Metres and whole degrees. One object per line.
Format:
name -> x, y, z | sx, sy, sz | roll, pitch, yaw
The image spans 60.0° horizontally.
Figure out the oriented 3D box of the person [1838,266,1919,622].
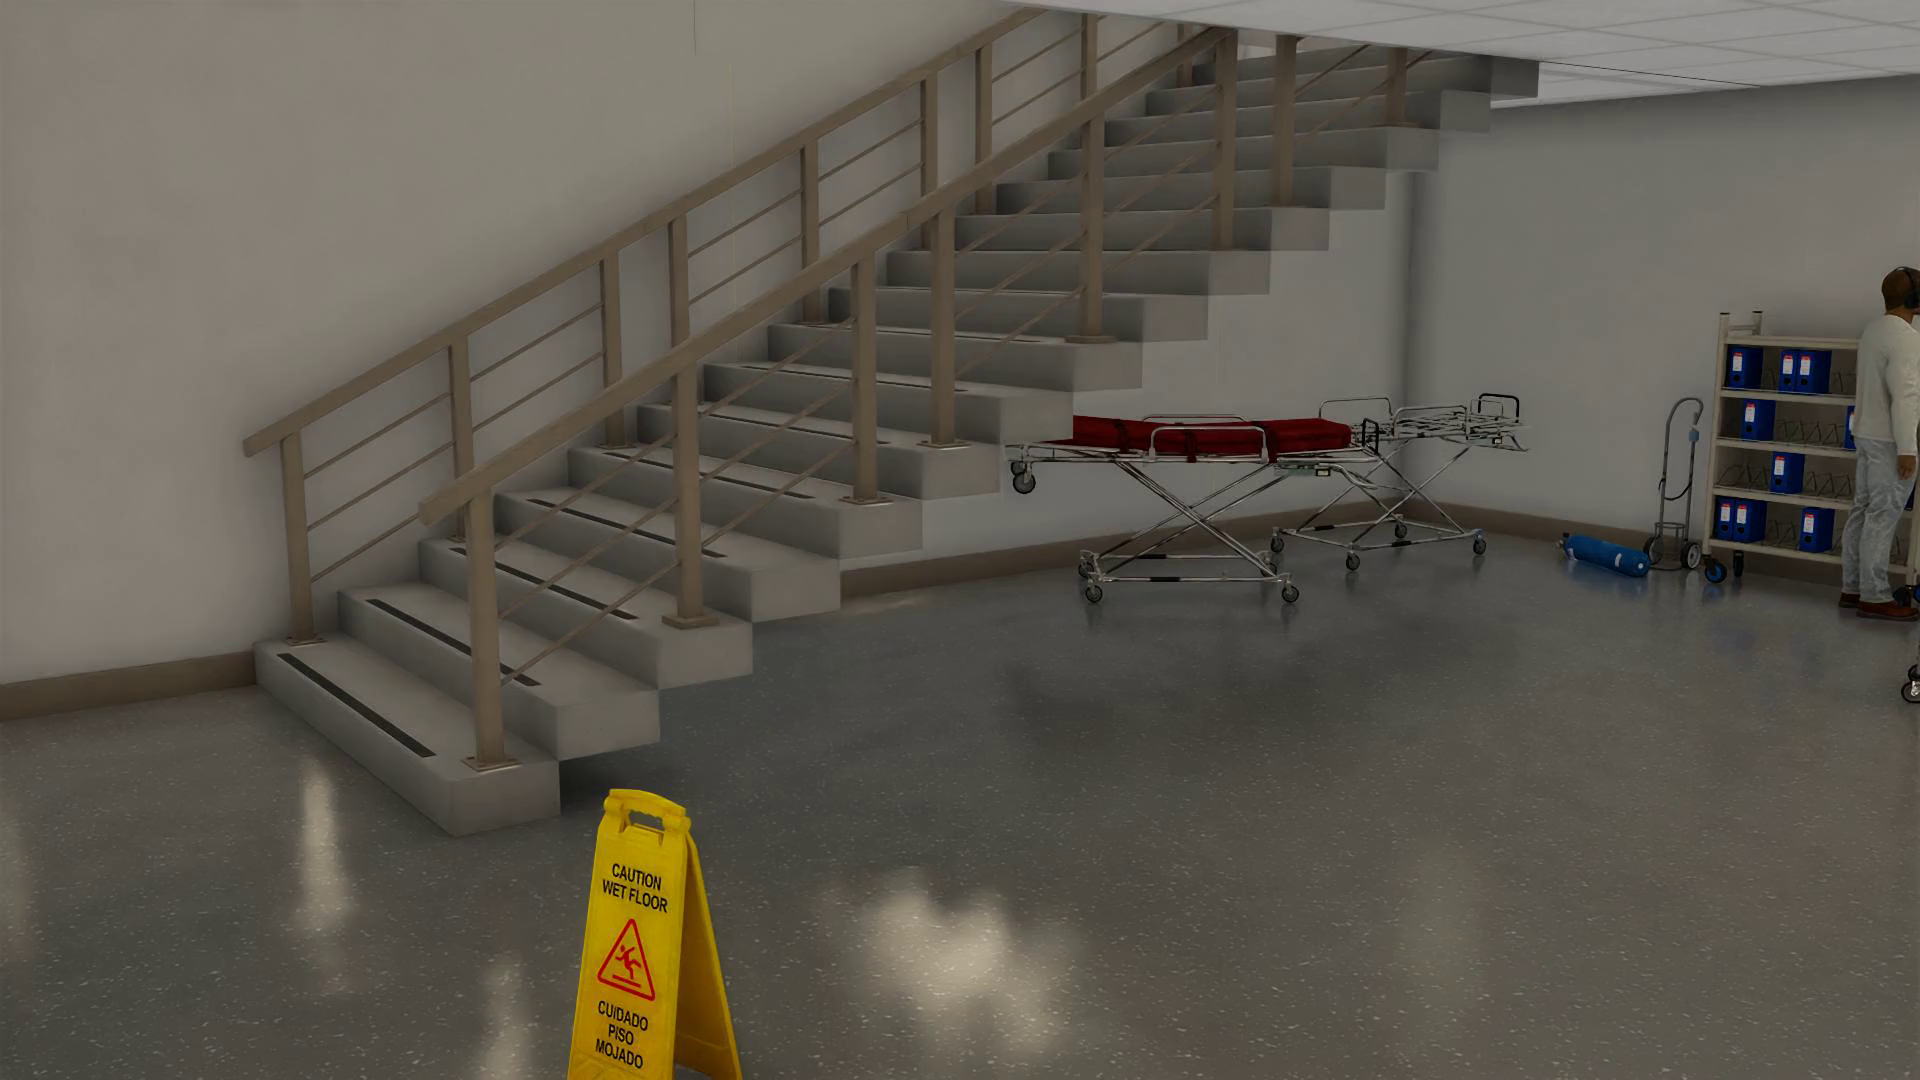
person -> 5.135, -0.531, 9.191 | 0.364, 1.939, 0.636 | 2, 10, 10
